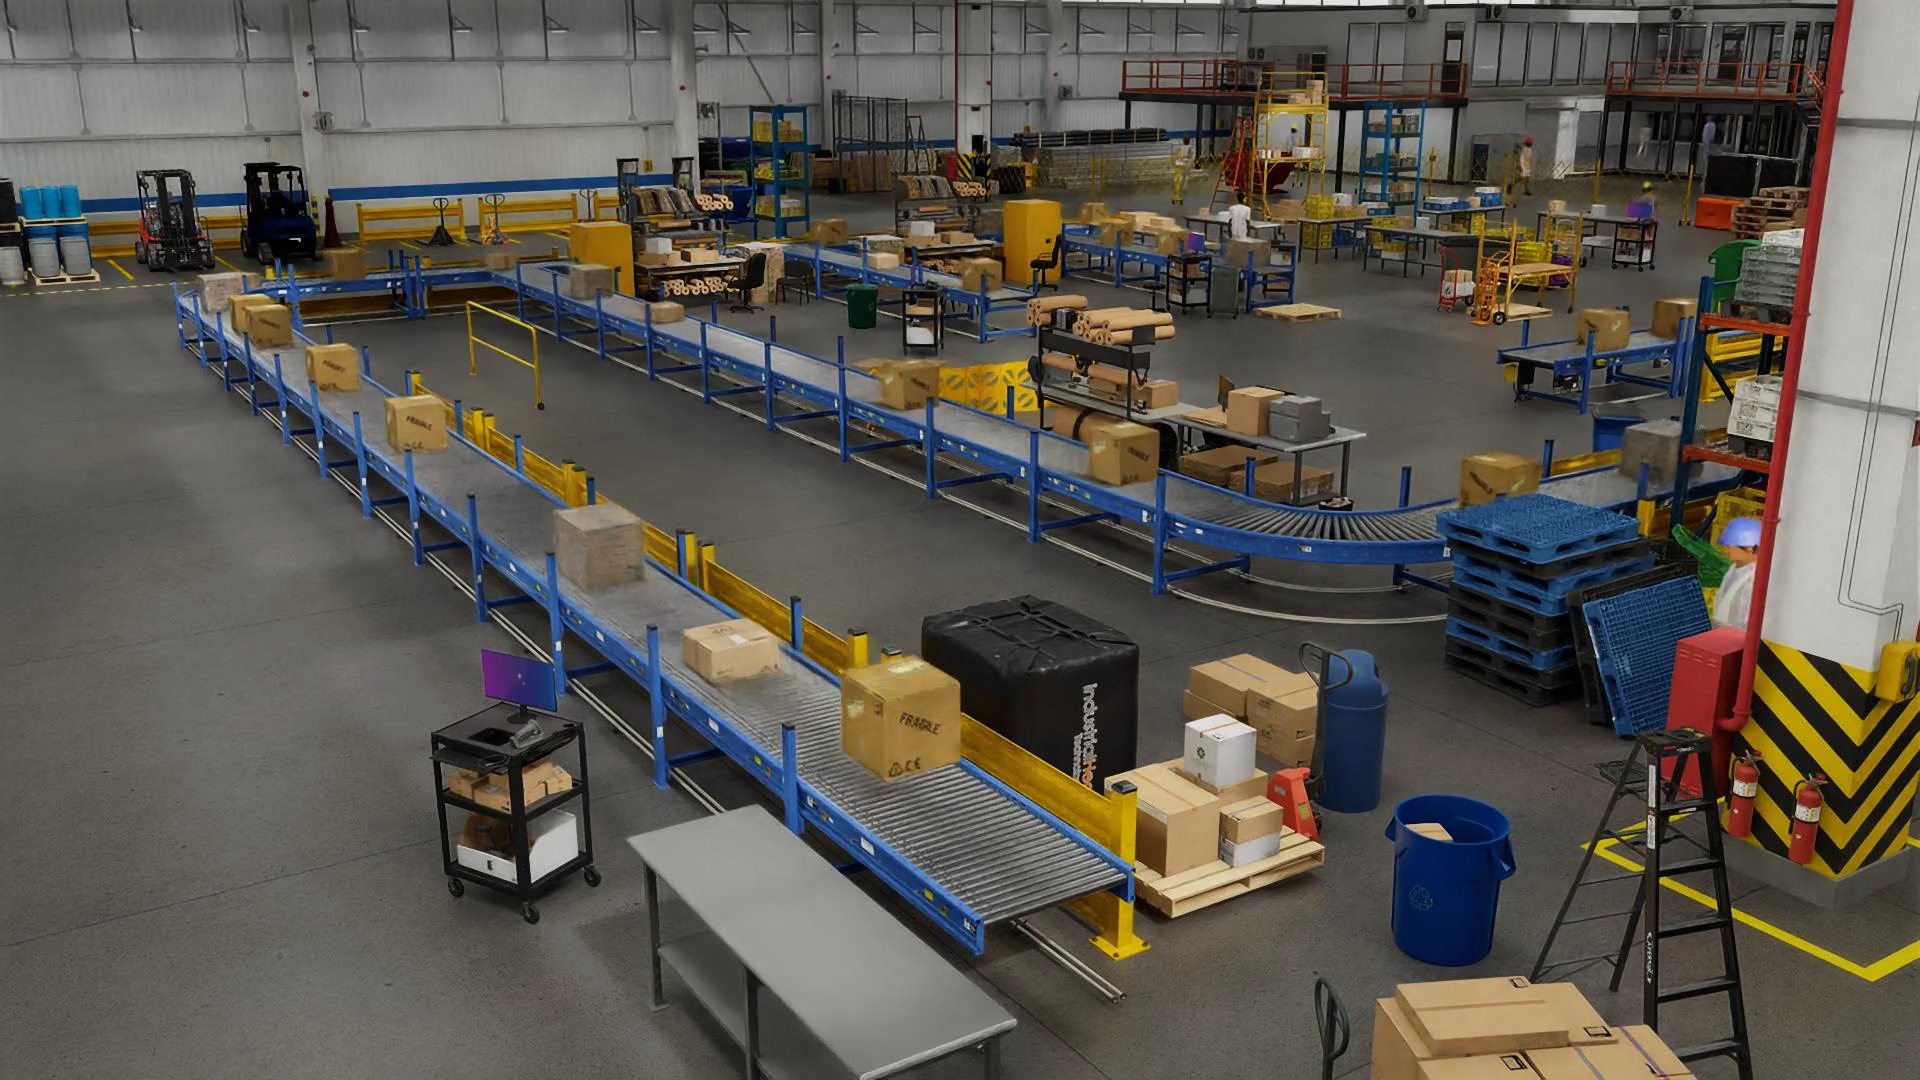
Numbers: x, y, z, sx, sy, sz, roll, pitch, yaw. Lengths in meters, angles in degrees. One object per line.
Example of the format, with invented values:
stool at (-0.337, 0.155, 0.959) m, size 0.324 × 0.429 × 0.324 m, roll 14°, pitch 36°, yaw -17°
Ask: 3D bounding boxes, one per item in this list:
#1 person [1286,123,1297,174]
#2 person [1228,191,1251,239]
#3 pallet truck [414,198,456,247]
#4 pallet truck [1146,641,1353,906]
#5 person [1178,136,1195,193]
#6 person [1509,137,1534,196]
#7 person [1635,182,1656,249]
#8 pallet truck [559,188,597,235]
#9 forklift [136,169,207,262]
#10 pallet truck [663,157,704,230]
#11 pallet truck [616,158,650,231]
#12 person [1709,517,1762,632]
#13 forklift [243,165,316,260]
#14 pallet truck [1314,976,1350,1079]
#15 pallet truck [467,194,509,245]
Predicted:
person at (12.696, -15.013, 63.802) m, size 0.387 × 1.923 × 0.592 m, roll 5°, pitch 17°, yaw 15°
person at (5.996, -6.550, 35.734) m, size 0.515 × 1.872 × 0.333 m, roll 10°, pitch 19°, yaw 30°
pallet truck at (-13.250, -8.060, 41.856) m, size 0.680 × 1.201 × 1.601 m, roll -10°, pitch 20°, yaw -31°
pallet truck at (1.664, 1.407, 10.232) m, size 1.630 × 1.274 × 0.653 m, roll -10°, pitch 20°, yaw -31°
person at (7.623, -12.647, 56.035) m, size 0.580 × 1.869 × 0.427 m, roll 9°, pitch 19°, yaw 27°
person at (18.637, -12.368, 55.022) m, size 0.725 × 1.916 × 0.560 m, roll 16°, pitch 23°, yaw 42°
person at (16.245, -7.613, 39.482) m, size 0.521 × 1.744 × 0.476 m, roll -5°, pitch 17°, yaw -16°
pallet truck at (-10.010, -8.652, 43.699) m, size 0.653 × 1.274 × 1.630 m, roll -10°, pitch 20°, yaw -31°
forklift at (-17.842, -7.318, 37.559) m, size 1.157 × 1.987 × 2.680 m, roll -10°, pitch 20°, yaw -31°
pallet truck at (-7.586, -9.308, 44.692) m, size 0.823 × 1.965 × 1.885 m, roll -11°, pitch 20°, yaw -33°
pallet truck at (-8.918, -9.176, 44.255) m, size 0.823 × 1.965 × 1.885 m, roll -9°, pitch 19°, yaw -27°
person at (5.296, 0.776, 11.255) m, size 0.522 × 1.932 × 0.608 m, roll 2°, pitch 17°, yaw 7°
forklift at (-15.898, -7.669, 38.708) m, size 1.157 × 1.987 × 2.680 m, roll -11°, pitch 20°, yaw -33°
pallet truck at (2.299, 2.390, 7.086) m, size 1.601 × 1.201 × 0.680 m, roll -2°, pitch 17°, yaw -7°
pallet truck at (-11.983, -8.177, 42.137) m, size 0.704 × 1.261 × 1.522 m, roll -11°, pitch 20°, yaw -33°
